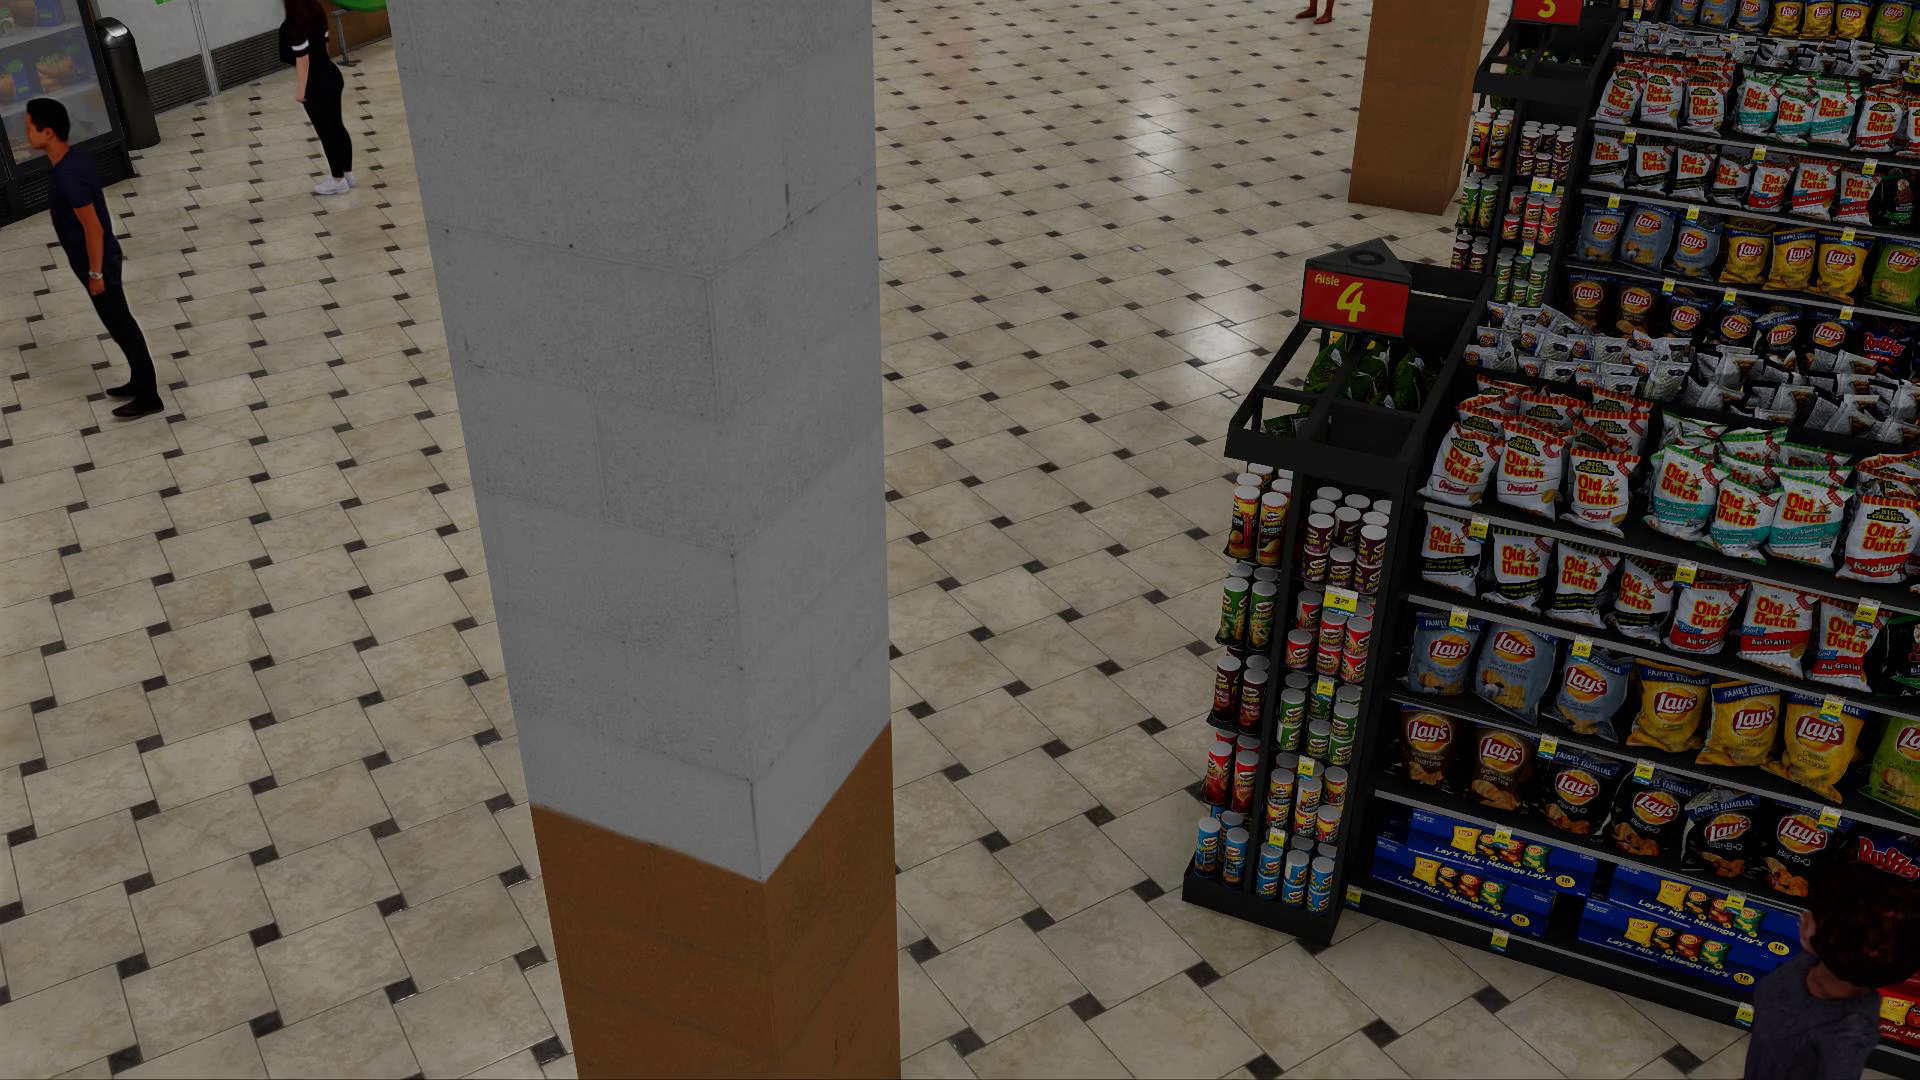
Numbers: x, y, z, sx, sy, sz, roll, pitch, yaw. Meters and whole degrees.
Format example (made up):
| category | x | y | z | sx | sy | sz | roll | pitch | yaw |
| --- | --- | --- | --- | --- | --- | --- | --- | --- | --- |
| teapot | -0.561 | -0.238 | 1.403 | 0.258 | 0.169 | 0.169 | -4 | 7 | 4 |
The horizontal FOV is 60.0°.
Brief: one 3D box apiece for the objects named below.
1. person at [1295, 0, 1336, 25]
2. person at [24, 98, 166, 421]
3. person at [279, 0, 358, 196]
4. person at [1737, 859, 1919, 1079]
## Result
| category | x | y | z | sx | sy | sz | roll | pitch | yaw |
| --- | --- | --- | --- | --- | --- | --- | --- | --- | --- |
| person | 3.595 | -5.914 | 16.242 | 0.787 | 1.645 | 0.677 | -18 | 36 | -26 |
| person | -4.692 | -1.523 | 9.047 | 0.777 | 1.791 | 0.679 | -15 | 35 | -23 |
| person | -4.678 | -3.341 | 12.114 | 0.670 | 1.638 | 0.669 | 5 | 32 | 8 |
| person | 2.108 | 1.507 | 4.253 | 0.542 | 1.710 | 0.615 | 9 | 33 | 15 |
